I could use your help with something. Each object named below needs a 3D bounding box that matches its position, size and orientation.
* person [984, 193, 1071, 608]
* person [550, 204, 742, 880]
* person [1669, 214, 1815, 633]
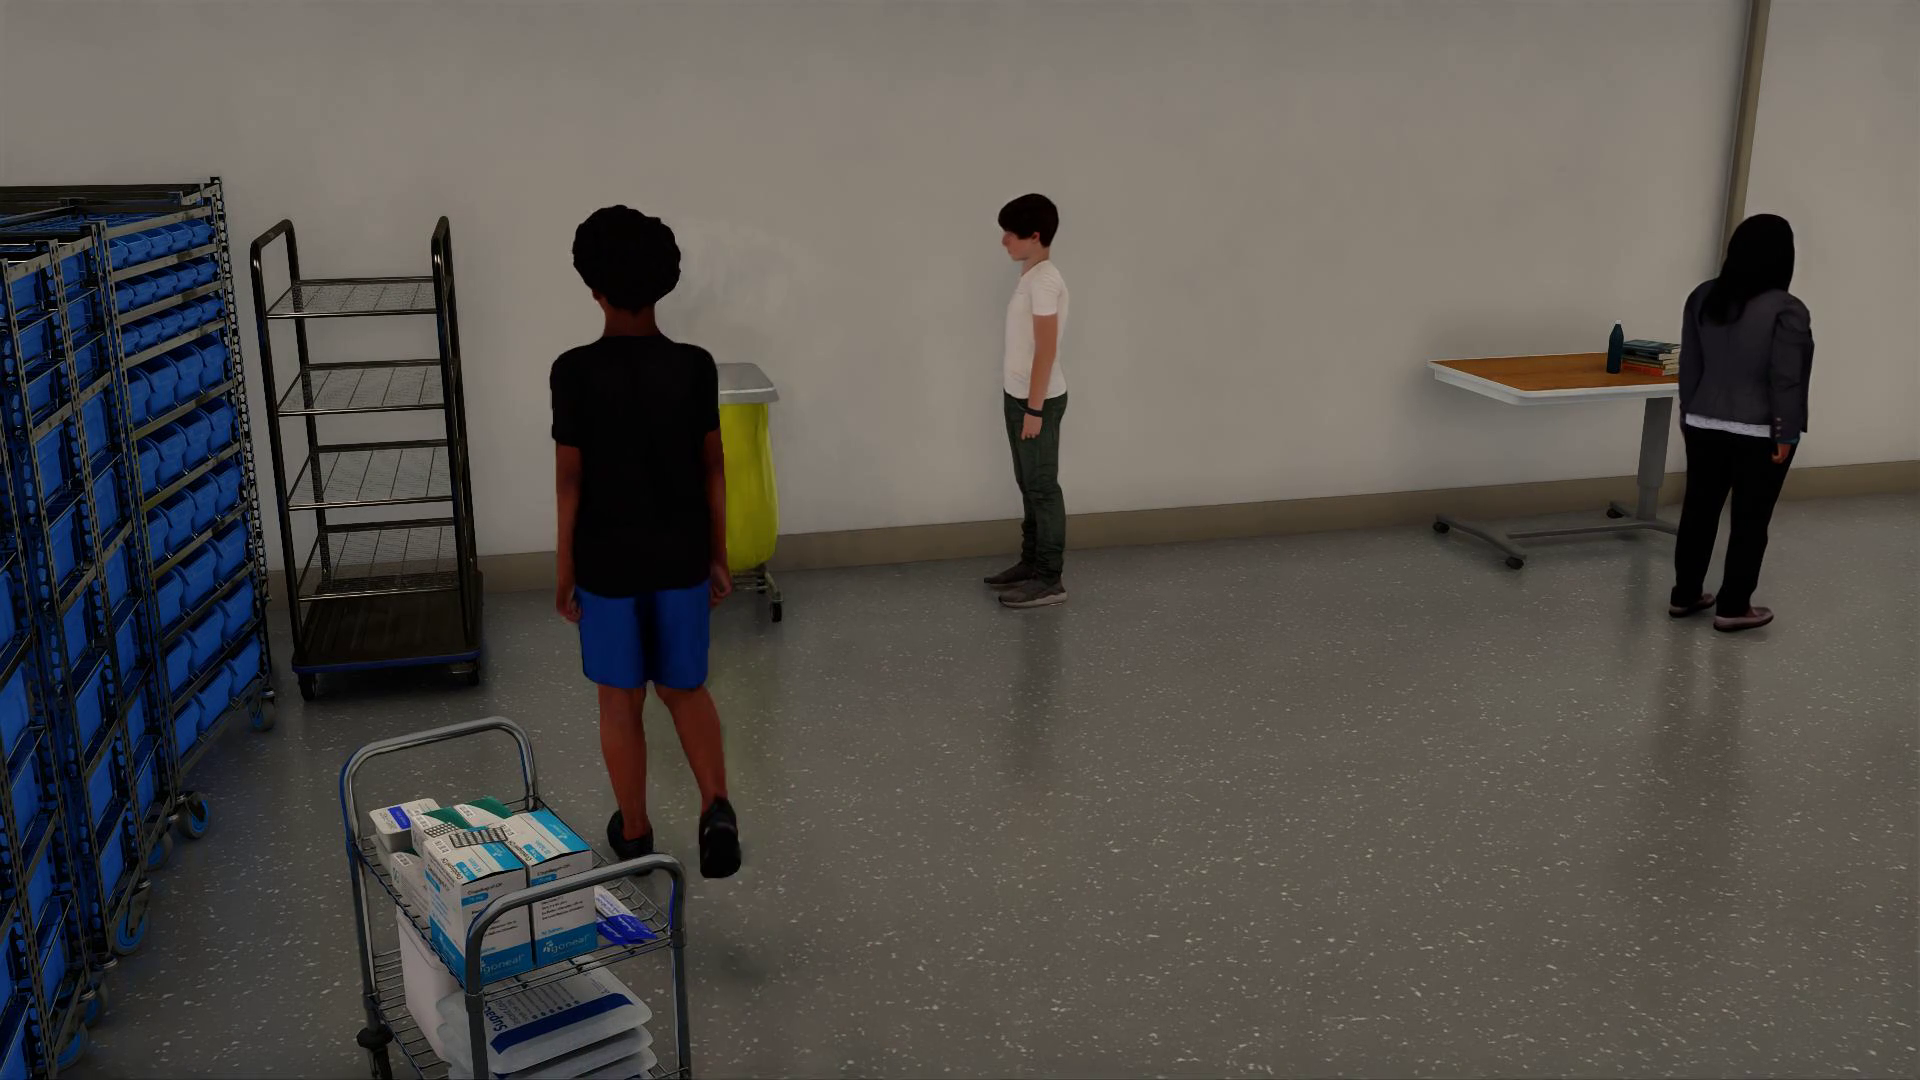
[{"bbox_3d":[0.303,-0.564,6.722,0.554,1.656,0.586,-2,16,-9],"label":"person"},{"bbox_3d":[-0.782,0.073,4.226,0.911,1.783,0.770,-8,17,-25],"label":"person"},{"bbox_3d":[2.998,-0.446,6.407,0.742,1.598,0.739,-9,18,-29],"label":"person"}]
